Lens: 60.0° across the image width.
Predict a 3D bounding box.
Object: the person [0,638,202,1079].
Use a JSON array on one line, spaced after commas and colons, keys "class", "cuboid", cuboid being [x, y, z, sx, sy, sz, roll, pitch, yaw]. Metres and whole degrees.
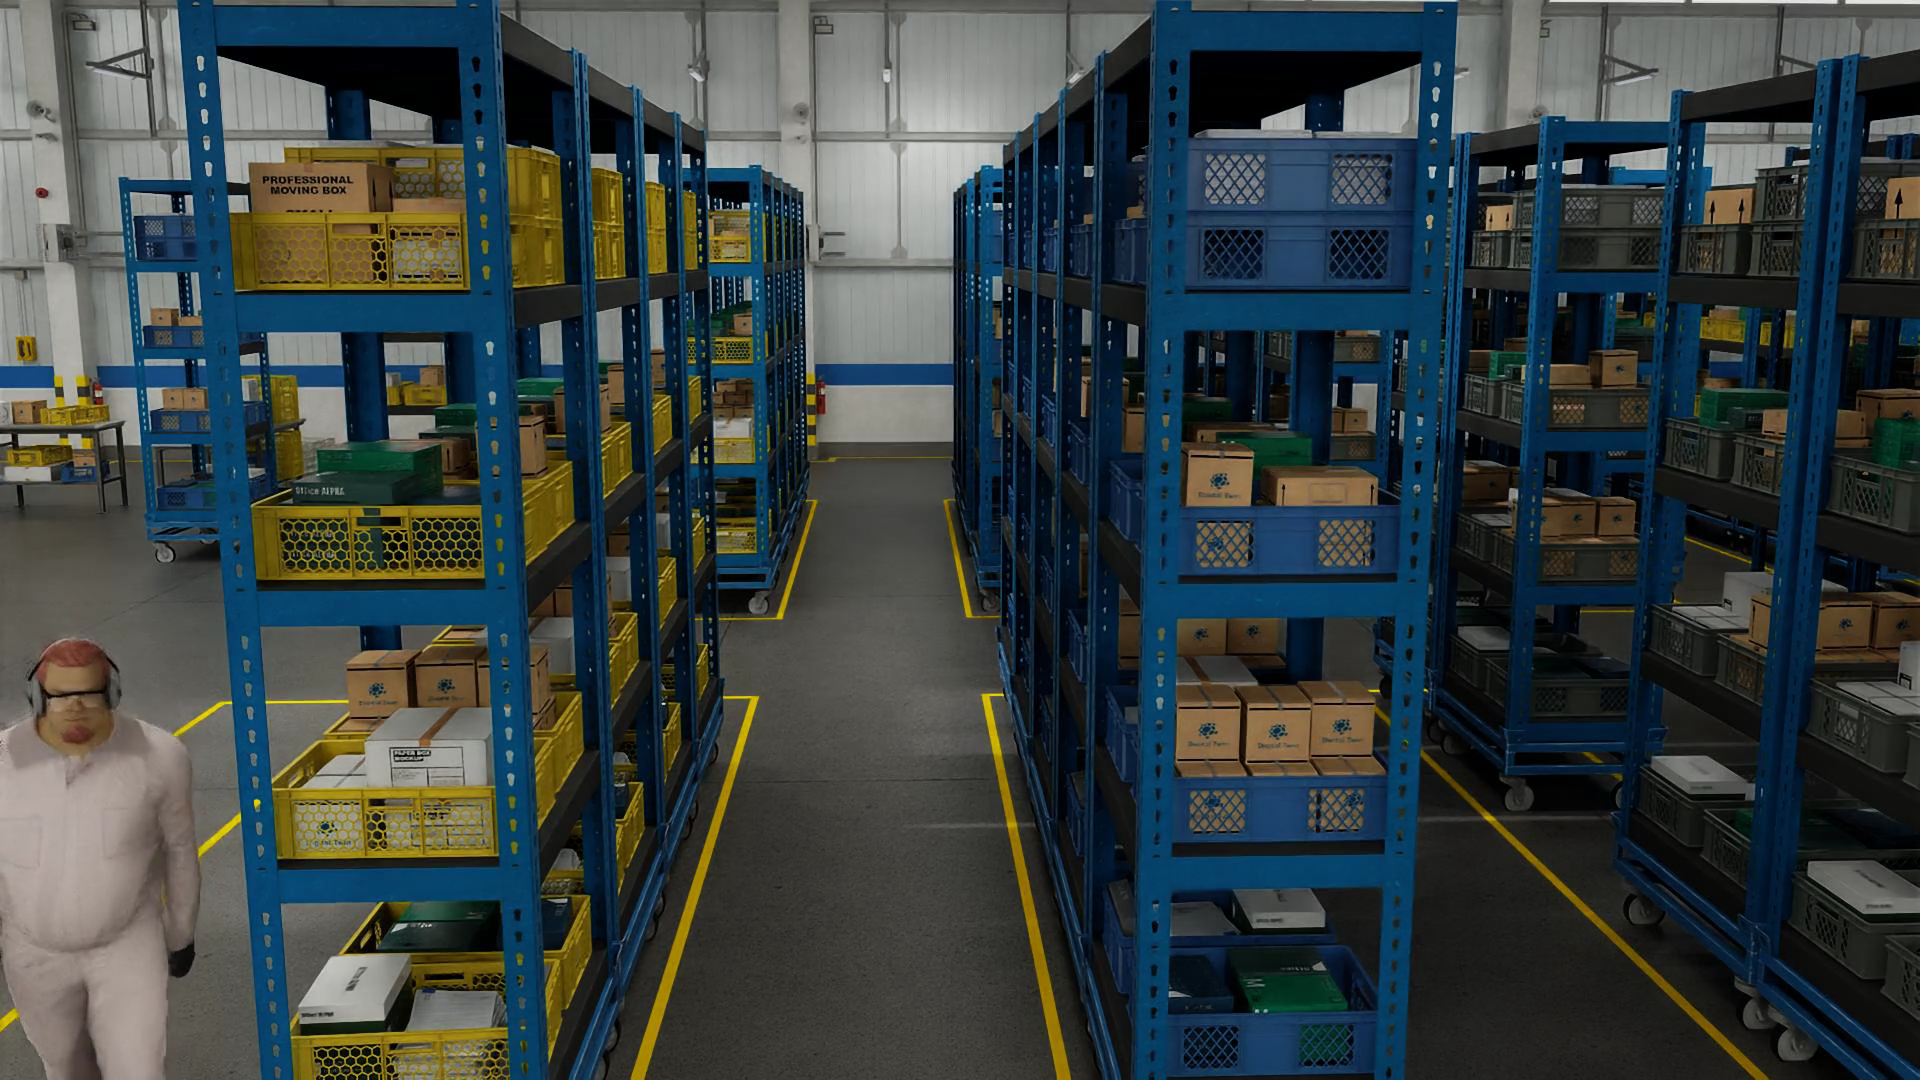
[{"class": "person", "cuboid": [-2.615, 1.188, 4.965, 0.654, 1.859, 1.005, -4, 11, -23]}]
